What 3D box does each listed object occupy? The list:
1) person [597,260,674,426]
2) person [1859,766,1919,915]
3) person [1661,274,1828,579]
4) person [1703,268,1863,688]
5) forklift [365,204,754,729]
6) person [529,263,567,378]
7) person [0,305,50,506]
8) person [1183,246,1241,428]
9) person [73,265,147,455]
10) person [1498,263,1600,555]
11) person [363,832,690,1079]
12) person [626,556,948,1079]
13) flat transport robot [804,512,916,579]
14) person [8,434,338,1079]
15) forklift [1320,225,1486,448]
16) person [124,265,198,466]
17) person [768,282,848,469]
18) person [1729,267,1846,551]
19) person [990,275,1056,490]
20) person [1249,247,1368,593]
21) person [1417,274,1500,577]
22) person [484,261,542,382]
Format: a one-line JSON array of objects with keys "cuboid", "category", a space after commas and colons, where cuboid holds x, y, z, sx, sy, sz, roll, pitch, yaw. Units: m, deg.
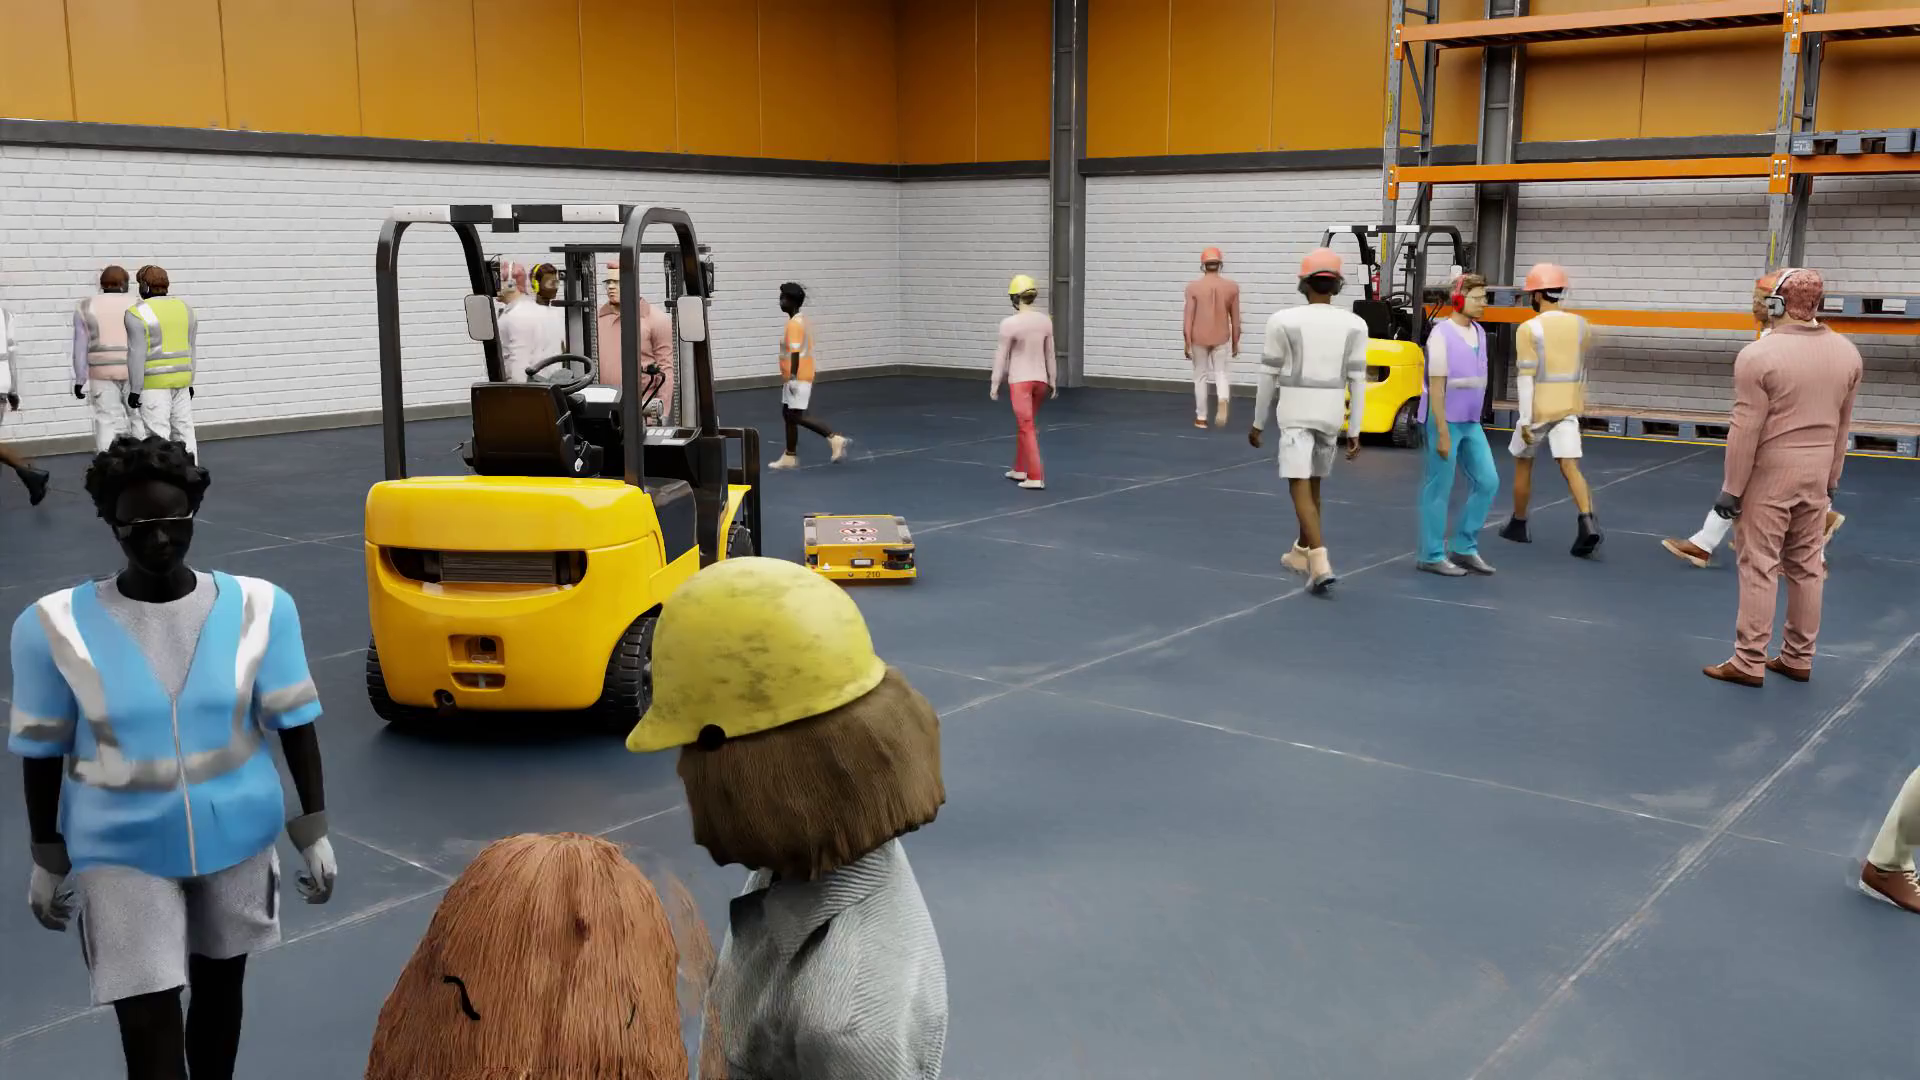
[{"cuboid": [-2.165, -0.843, 10.736, 0.639, 1.910, 0.406, 3, 11, 17], "category": "person"}, {"cuboid": [3.098, 0.297, 4.708, 0.521, 1.807, 1.022, -5, 11, -26], "category": "person"}, {"cuboid": [4.817, -0.674, 10.015, 0.953, 1.825, 0.611, 4, 11, 22], "category": "person"}, {"cuboid": [3.738, -0.277, 7.605, 0.643, 1.909, 0.410, -3, 11, -18], "category": "person"}, {"cuboid": [-1.766, -0.406, 7.525, 1.214, 2.155, 2.313, 1, 10, 7], "category": "forklift"}, {"cuboid": [-3.169, -1.196, 12.822, 0.385, 1.859, 0.548, 5, 11, 24], "category": "person"}, {"cuboid": [-7.251, -1.154, 12.489, 0.813, 1.910, 0.546, 2, 10, 12], "category": "person"}, {"cuboid": [2.706, -2.158, 17.842, 0.632, 1.975, 0.758, -1, 10, -3], "category": "person"}, {"cuboid": [-6.997, -1.345, 13.796, 0.683, 1.830, 0.430, -5, 12, -28], "category": "person"}, {"cuboid": [3.889, -0.859, 10.882, 0.552, 1.899, 0.968, -2, 10, -12], "category": "person"}, {"cuboid": [-0.256, 1.020, 1.312, 0.808, 1.587, 0.527, 3, 11, 19], "category": "person"}, {"cuboid": [-0.159, 0.868, 1.741, 0.325, 1.734, 0.487, -2, 10, -11], "category": "person"}, {"cuboid": [-0.650, 0.022, 10.480, 0.652, 0.197, 1.431, -1, 10, -5], "category": "flat transport robot"}, {"cuboid": [-1.500, 0.629, 3.249, 0.557, 1.652, 0.836, -7, 12, -34], "category": "person"}, {"cuboid": [4.449, -2.115, 16.993, 1.214, 2.155, 2.313, 8, 13, 38], "category": "forklift"}, {"cuboid": [-6.191, -1.197, 12.883, 0.429, 1.844, 0.625, 4, 11, 20], "category": "person"}, {"cuboid": [-1.364, -1.443, 14.713, 0.642, 1.678, 0.539, -1, 10, -4], "category": "person"}, {"cuboid": [5.335, -0.793, 10.579, 0.635, 1.863, 0.637, -9, 14, -41], "category": "person"}, {"cuboid": [0.471, -1.303, 13.720, 0.553, 1.737, 0.739, -8, 13, -37], "category": "person"}, {"cuboid": [2.077, -0.710, 9.769, 0.626, 2.006, 1.015, -2, 10, -10], "category": "person"}, {"cuboid": [3.044, -0.672, 9.989, 0.596, 1.829, 0.590, -10, 14, -43], "category": "person"}, {"cuboid": [-3.120, -1.056, 11.982, 0.709, 1.887, 0.650, -2, 10, -10], "category": "person"}]
